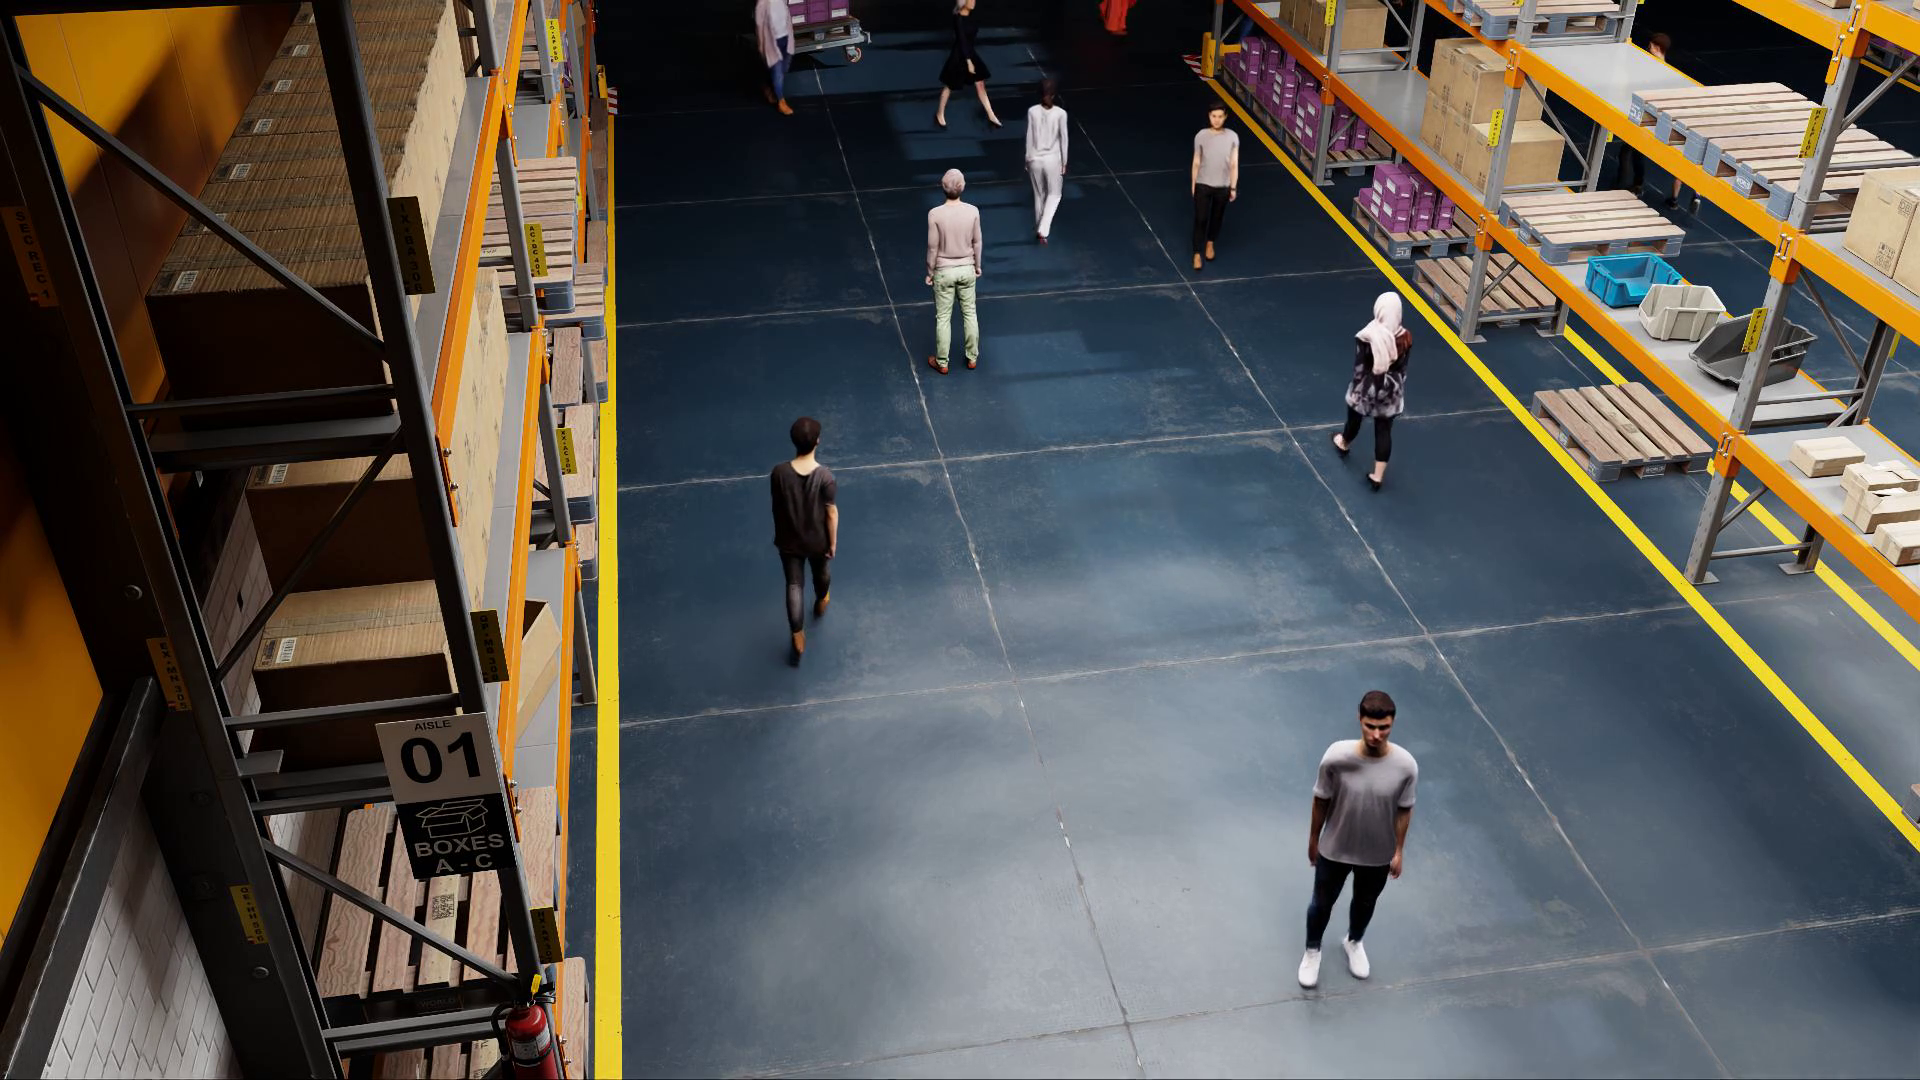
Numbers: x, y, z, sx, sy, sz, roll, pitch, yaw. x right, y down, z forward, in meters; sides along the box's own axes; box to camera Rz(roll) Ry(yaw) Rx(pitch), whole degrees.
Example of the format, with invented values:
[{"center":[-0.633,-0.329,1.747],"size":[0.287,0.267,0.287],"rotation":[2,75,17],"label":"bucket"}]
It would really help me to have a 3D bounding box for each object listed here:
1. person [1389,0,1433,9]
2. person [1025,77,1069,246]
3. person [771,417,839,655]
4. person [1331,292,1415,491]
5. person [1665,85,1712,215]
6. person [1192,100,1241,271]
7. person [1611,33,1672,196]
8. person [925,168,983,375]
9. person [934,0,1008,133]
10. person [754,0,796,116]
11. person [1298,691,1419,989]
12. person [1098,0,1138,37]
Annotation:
[{"center":[6.876,-8.541,24.192],"size":[0.678,1.668,1.042],"rotation":[-5,34,-7],"label":"person"},{"center":[0.856,-3.825,17.015],"size":[0.813,1.759,0.957],"rotation":[9,35,13],"label":"person"},{"center":[-1.080,-0.002,11.333],"size":[0.759,1.682,1.111],"rotation":[1,34,2],"label":"person"},{"center":[3.325,-1.139,13.113],"size":[0.630,1.604,0.969],"rotation":[-6,34,-9],"label":"person"},{"center":[7.885,-4.167,17.831],"size":[0.646,1.425,0.844],"rotation":[5,34,8],"label":"person"},{"center":[2.561,-3.608,16.751],"size":[0.770,1.690,1.096],"rotation":[2,34,3],"label":"person"},{"center":[7.499,-4.575,18.085],"size":[0.924,1.824,0.884],"rotation":[1,34,1],"label":"person"},{"center":[-0.054,-2.365,14.716],"size":[0.713,1.873,0.633],"rotation":[-10,35,-15],"label":"person"},{"center":[-0.045,-5.688,19.874],"size":[1.113,1.697,1.186],"rotation":[14,36,20],"label":"person"},{"center":[-2.334,-6.193,20.604],"size":[1.070,1.730,0.985],"rotation":[25,41,33],"label":"person"},{"center":[2.101,1.564,8.788],"size":[0.736,1.892,0.701],"rotation":[2,34,3],"label":"person"},{"center":[2.152,-7.955,23.199],"size":[0.892,1.791,0.869],"rotation":[11,35,15],"label":"person"}]
